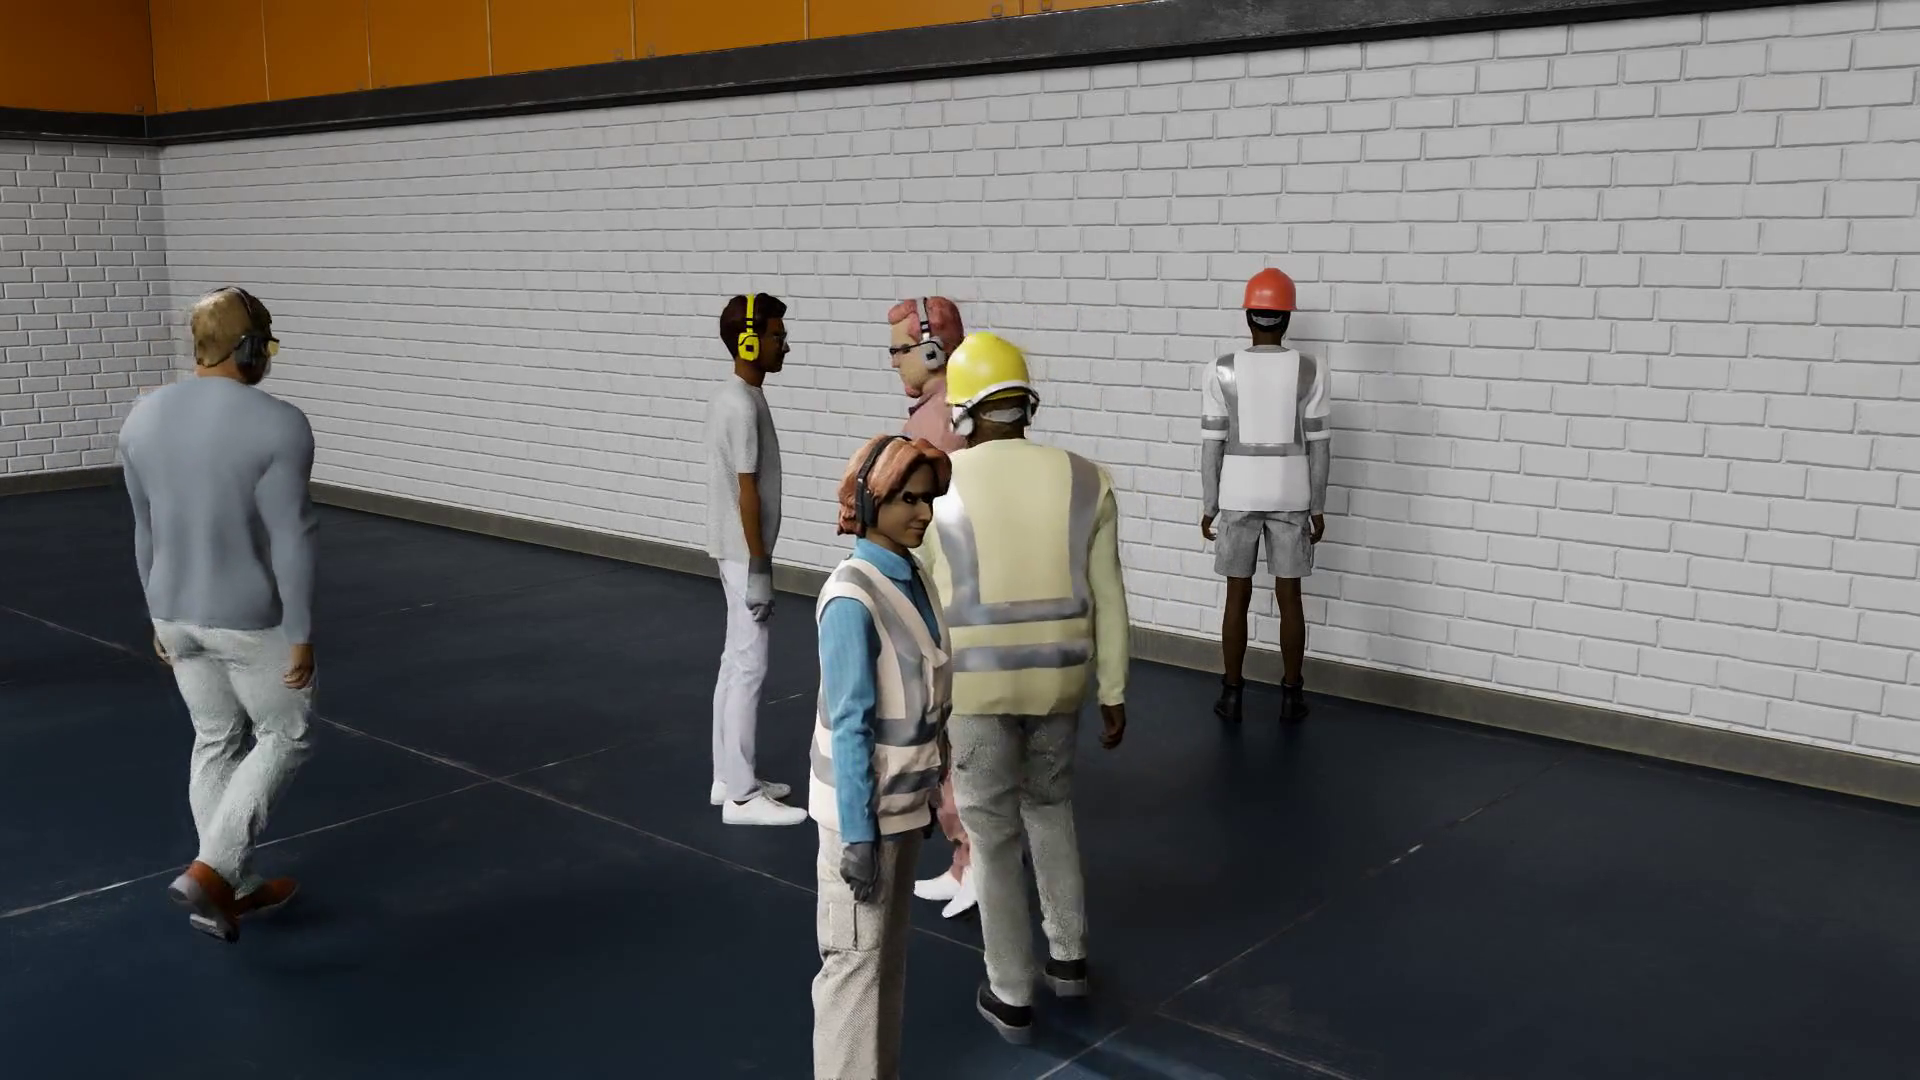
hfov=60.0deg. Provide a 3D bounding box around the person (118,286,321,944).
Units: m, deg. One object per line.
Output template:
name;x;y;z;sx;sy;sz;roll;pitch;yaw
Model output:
person;-2.133;0.241;4.762;0.655;1.918;0.556;3;10;15

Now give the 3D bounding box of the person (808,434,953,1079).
person;-0.167;0.589;3.582;0.315;1.636;0.514;2;10;13

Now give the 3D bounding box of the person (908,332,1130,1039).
person;0.122;0.373;4.332;0.604;1.805;0.499;-3;10;-16

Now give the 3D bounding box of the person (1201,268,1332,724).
person;1.290;-0.176;7.076;0.542;1.939;0.359;1;10;8

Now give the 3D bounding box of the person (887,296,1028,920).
person;-0.033;0.212;5.020;0.420;1.881;0.673;4;11;20

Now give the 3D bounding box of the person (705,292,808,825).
person;-0.739;0.068;5.883;0.310;1.868;0.533;-3;10;-15
